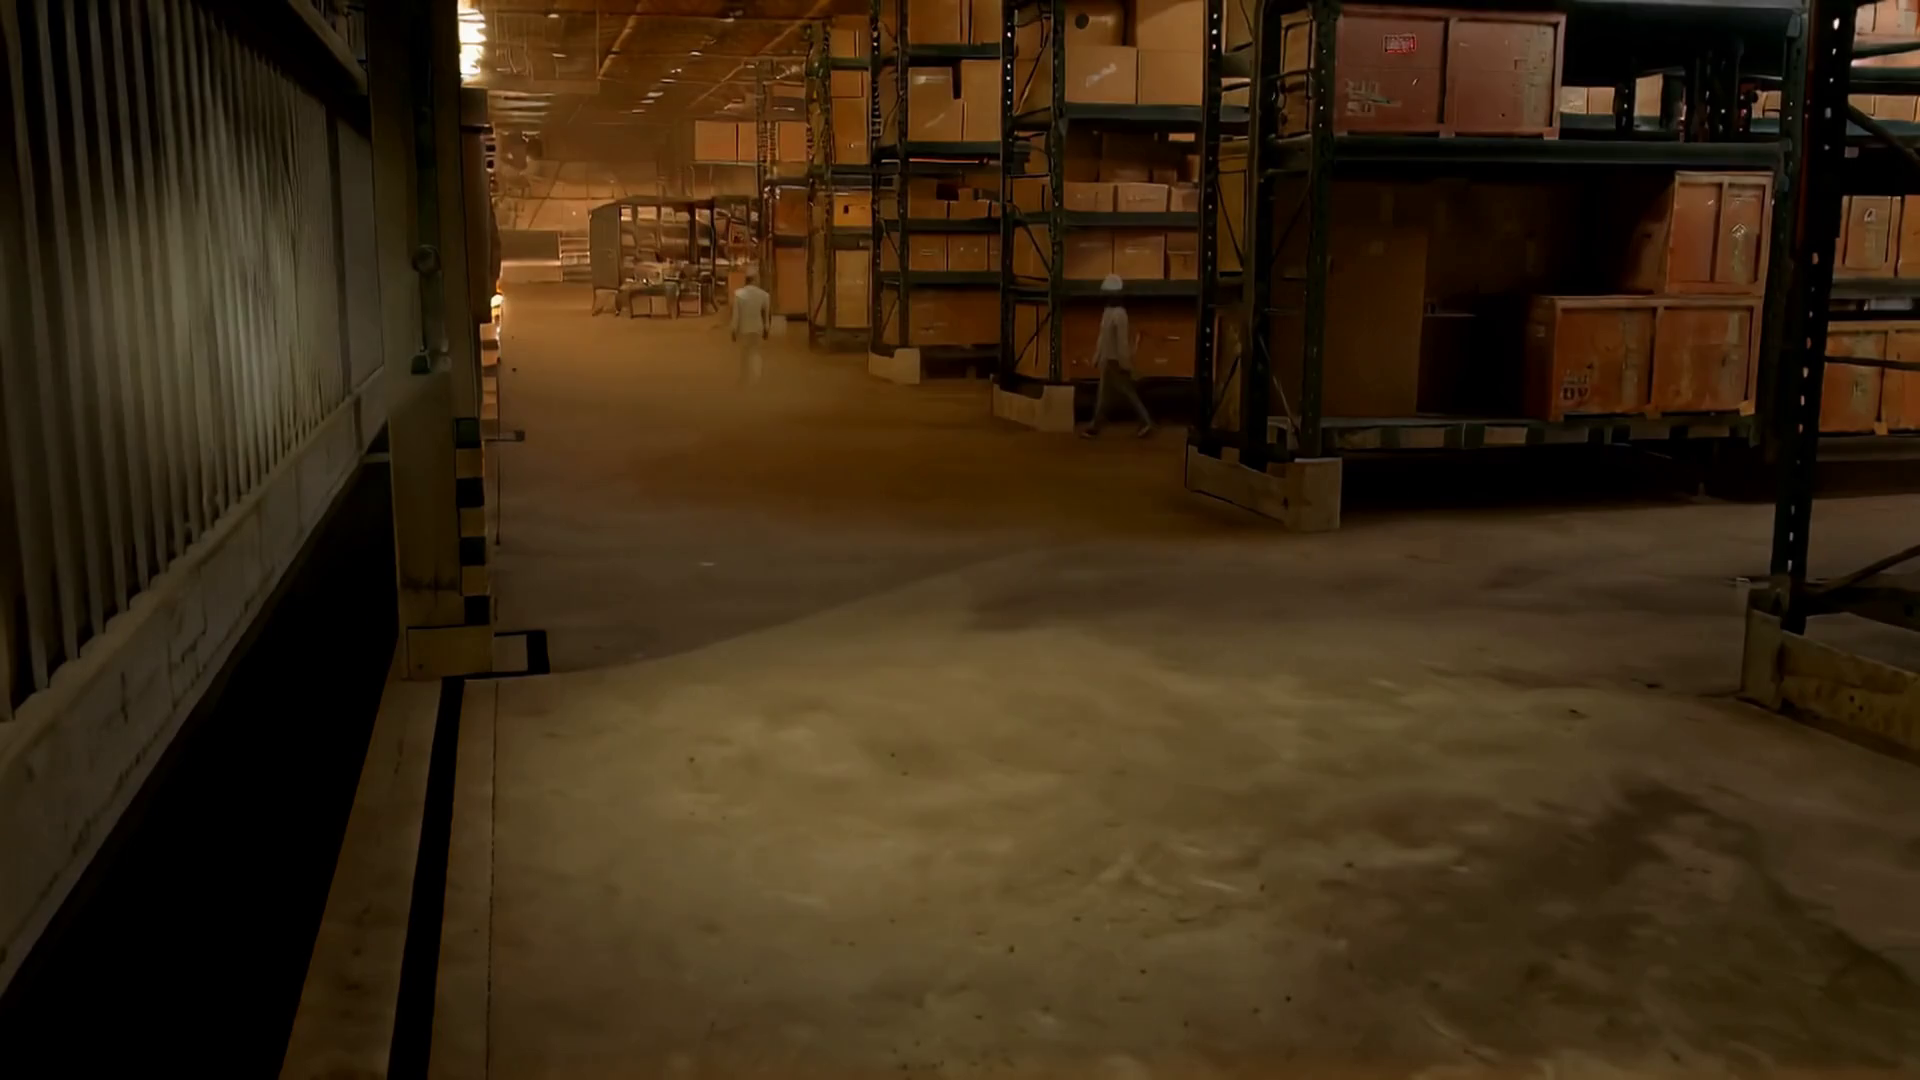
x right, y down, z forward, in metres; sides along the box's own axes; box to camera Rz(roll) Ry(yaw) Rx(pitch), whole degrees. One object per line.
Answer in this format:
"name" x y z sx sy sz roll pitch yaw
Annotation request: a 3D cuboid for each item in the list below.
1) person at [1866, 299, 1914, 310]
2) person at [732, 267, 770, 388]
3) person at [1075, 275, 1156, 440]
"person" 10.180 -2.086 18.233 0.778 1.805 0.591 -2 10 -9
"person" -3.047 -3.079 24.090 0.597 1.707 0.856 -4 11 -20
"person" 1.670 -1.908 17.429 0.865 1.734 0.518 -1 10 -8
